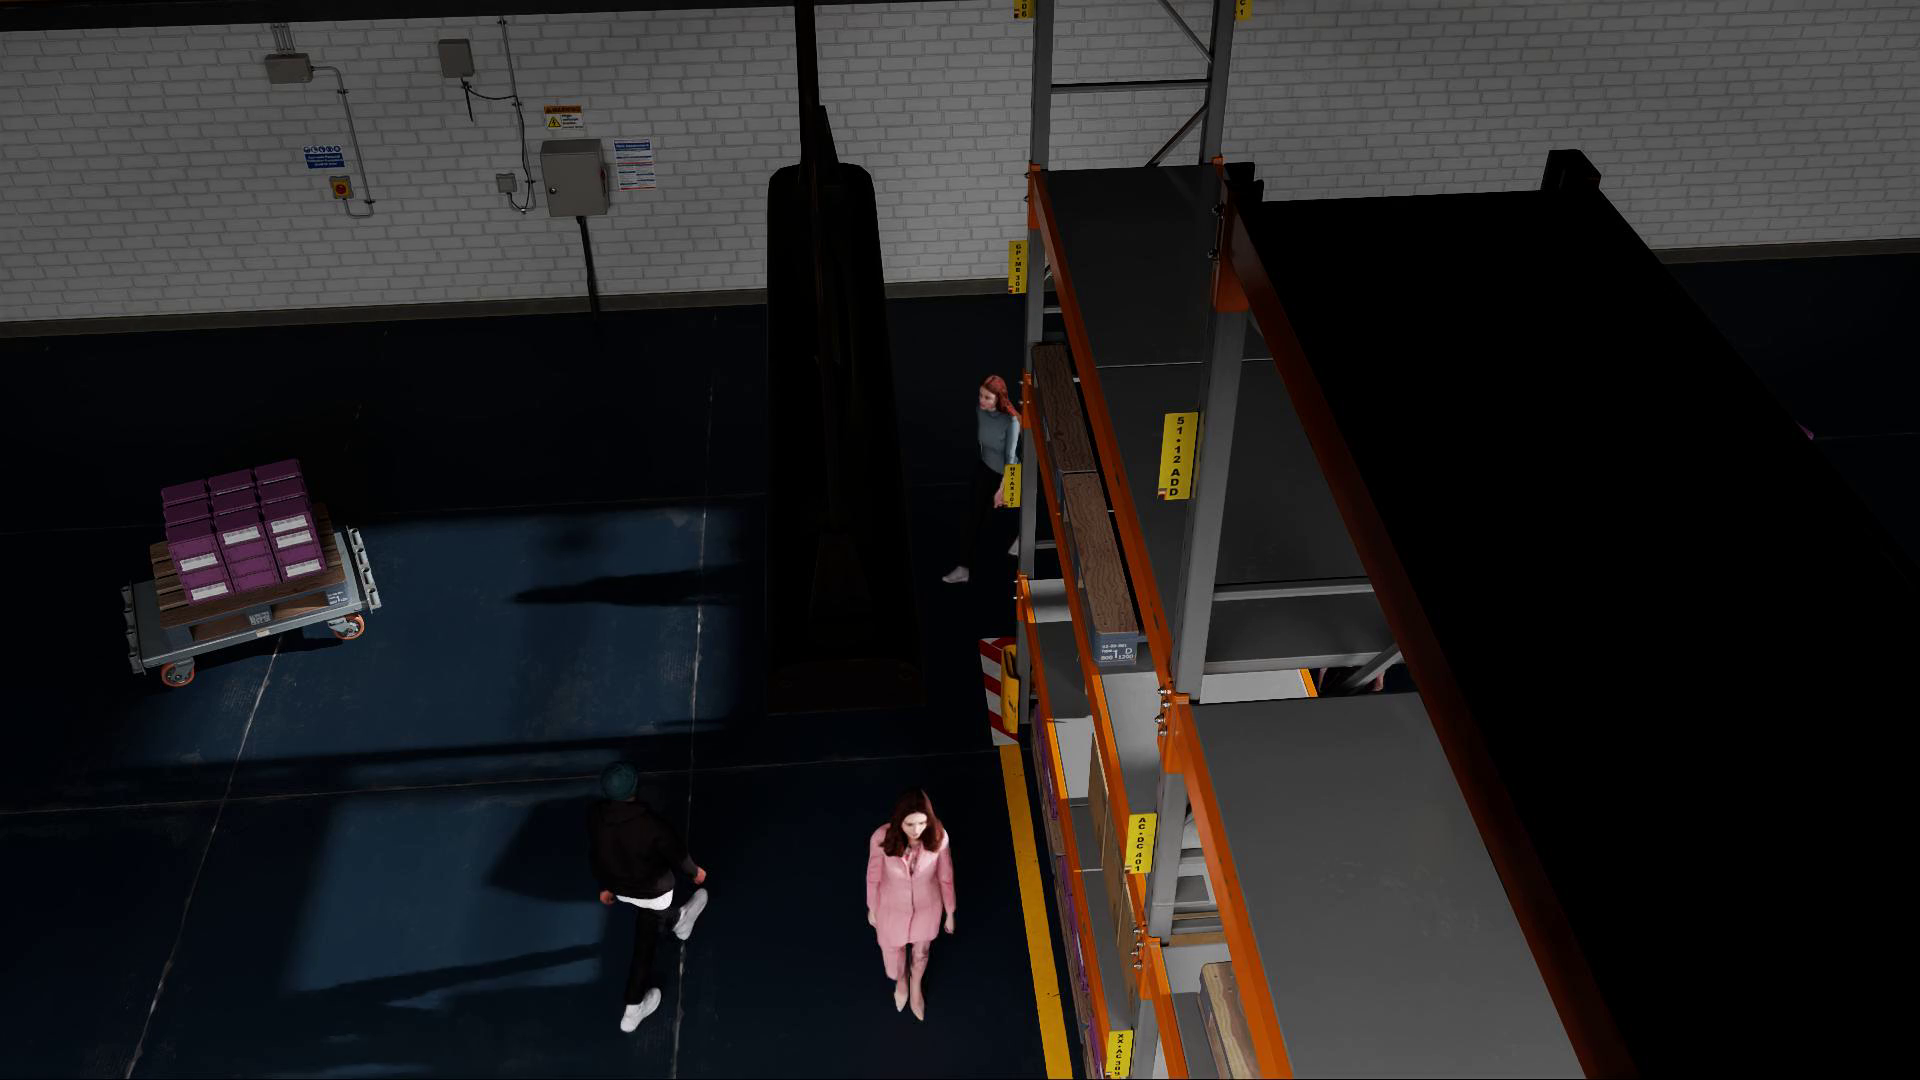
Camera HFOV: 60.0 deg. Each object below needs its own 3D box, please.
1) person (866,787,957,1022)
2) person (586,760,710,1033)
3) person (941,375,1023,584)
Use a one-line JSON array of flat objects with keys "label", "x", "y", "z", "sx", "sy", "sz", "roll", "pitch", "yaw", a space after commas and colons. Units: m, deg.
[{"label": "person", "x": -0.279, "y": 1.925, "z": 9.007, "sx": 0.636, "sy": 1.788, "sz": 0.598, "roll": -5, "pitch": 39, "yaw": -6}, {"label": "person", "x": -1.766, "y": 1.948, "z": 8.994, "sx": 1.095, "sy": 1.770, "sz": 1.285, "roll": 18, "pitch": 42, "yaw": 21}, {"label": "person", "x": 0.359, "y": -0.485, "z": 12.112, "sx": 1.109, "sy": 1.680, "sz": 1.155, "roll": 28, "pitch": 47, "yaw": 31}]
